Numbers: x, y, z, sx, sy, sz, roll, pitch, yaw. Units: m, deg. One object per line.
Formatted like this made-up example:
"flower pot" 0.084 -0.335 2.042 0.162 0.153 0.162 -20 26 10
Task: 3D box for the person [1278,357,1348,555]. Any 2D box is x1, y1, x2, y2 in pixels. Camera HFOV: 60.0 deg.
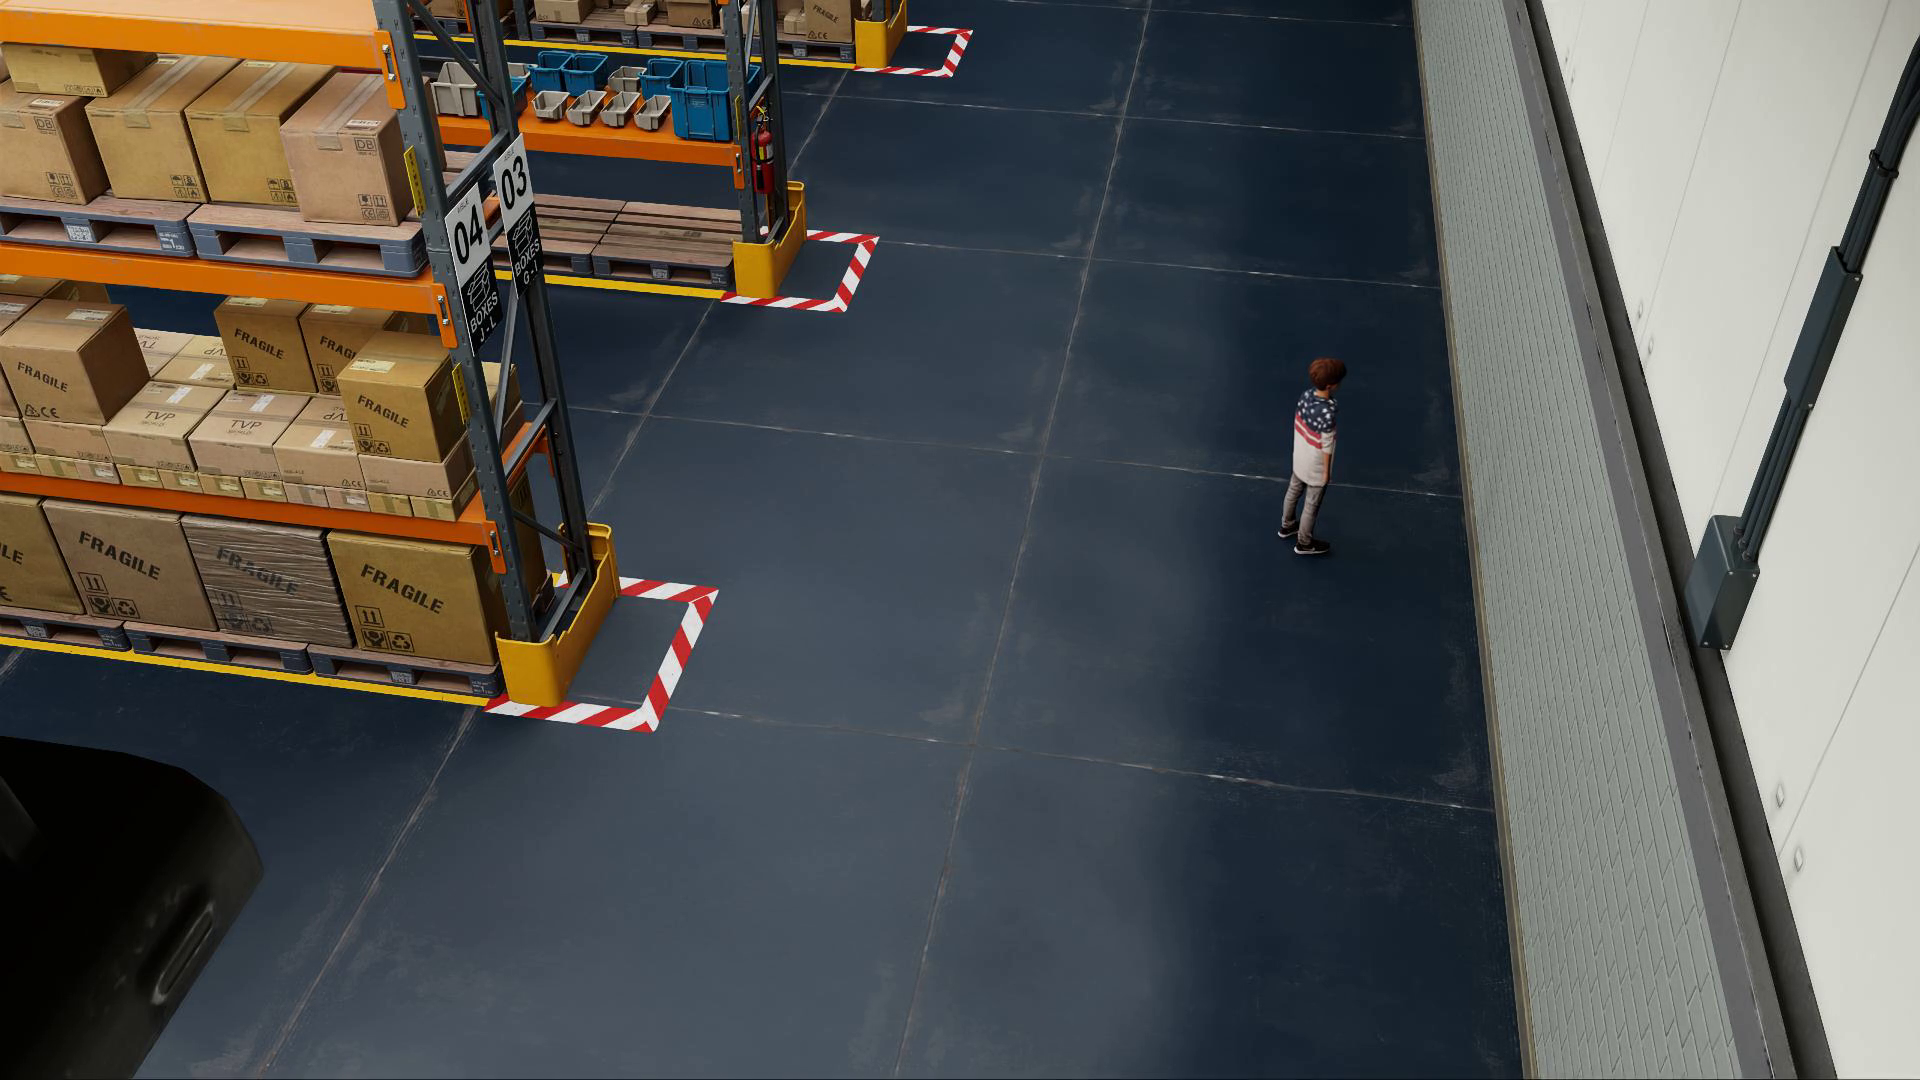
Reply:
"person" 2.302 -0.566 10.830 0.611 1.439 0.589 -14 40 -17
